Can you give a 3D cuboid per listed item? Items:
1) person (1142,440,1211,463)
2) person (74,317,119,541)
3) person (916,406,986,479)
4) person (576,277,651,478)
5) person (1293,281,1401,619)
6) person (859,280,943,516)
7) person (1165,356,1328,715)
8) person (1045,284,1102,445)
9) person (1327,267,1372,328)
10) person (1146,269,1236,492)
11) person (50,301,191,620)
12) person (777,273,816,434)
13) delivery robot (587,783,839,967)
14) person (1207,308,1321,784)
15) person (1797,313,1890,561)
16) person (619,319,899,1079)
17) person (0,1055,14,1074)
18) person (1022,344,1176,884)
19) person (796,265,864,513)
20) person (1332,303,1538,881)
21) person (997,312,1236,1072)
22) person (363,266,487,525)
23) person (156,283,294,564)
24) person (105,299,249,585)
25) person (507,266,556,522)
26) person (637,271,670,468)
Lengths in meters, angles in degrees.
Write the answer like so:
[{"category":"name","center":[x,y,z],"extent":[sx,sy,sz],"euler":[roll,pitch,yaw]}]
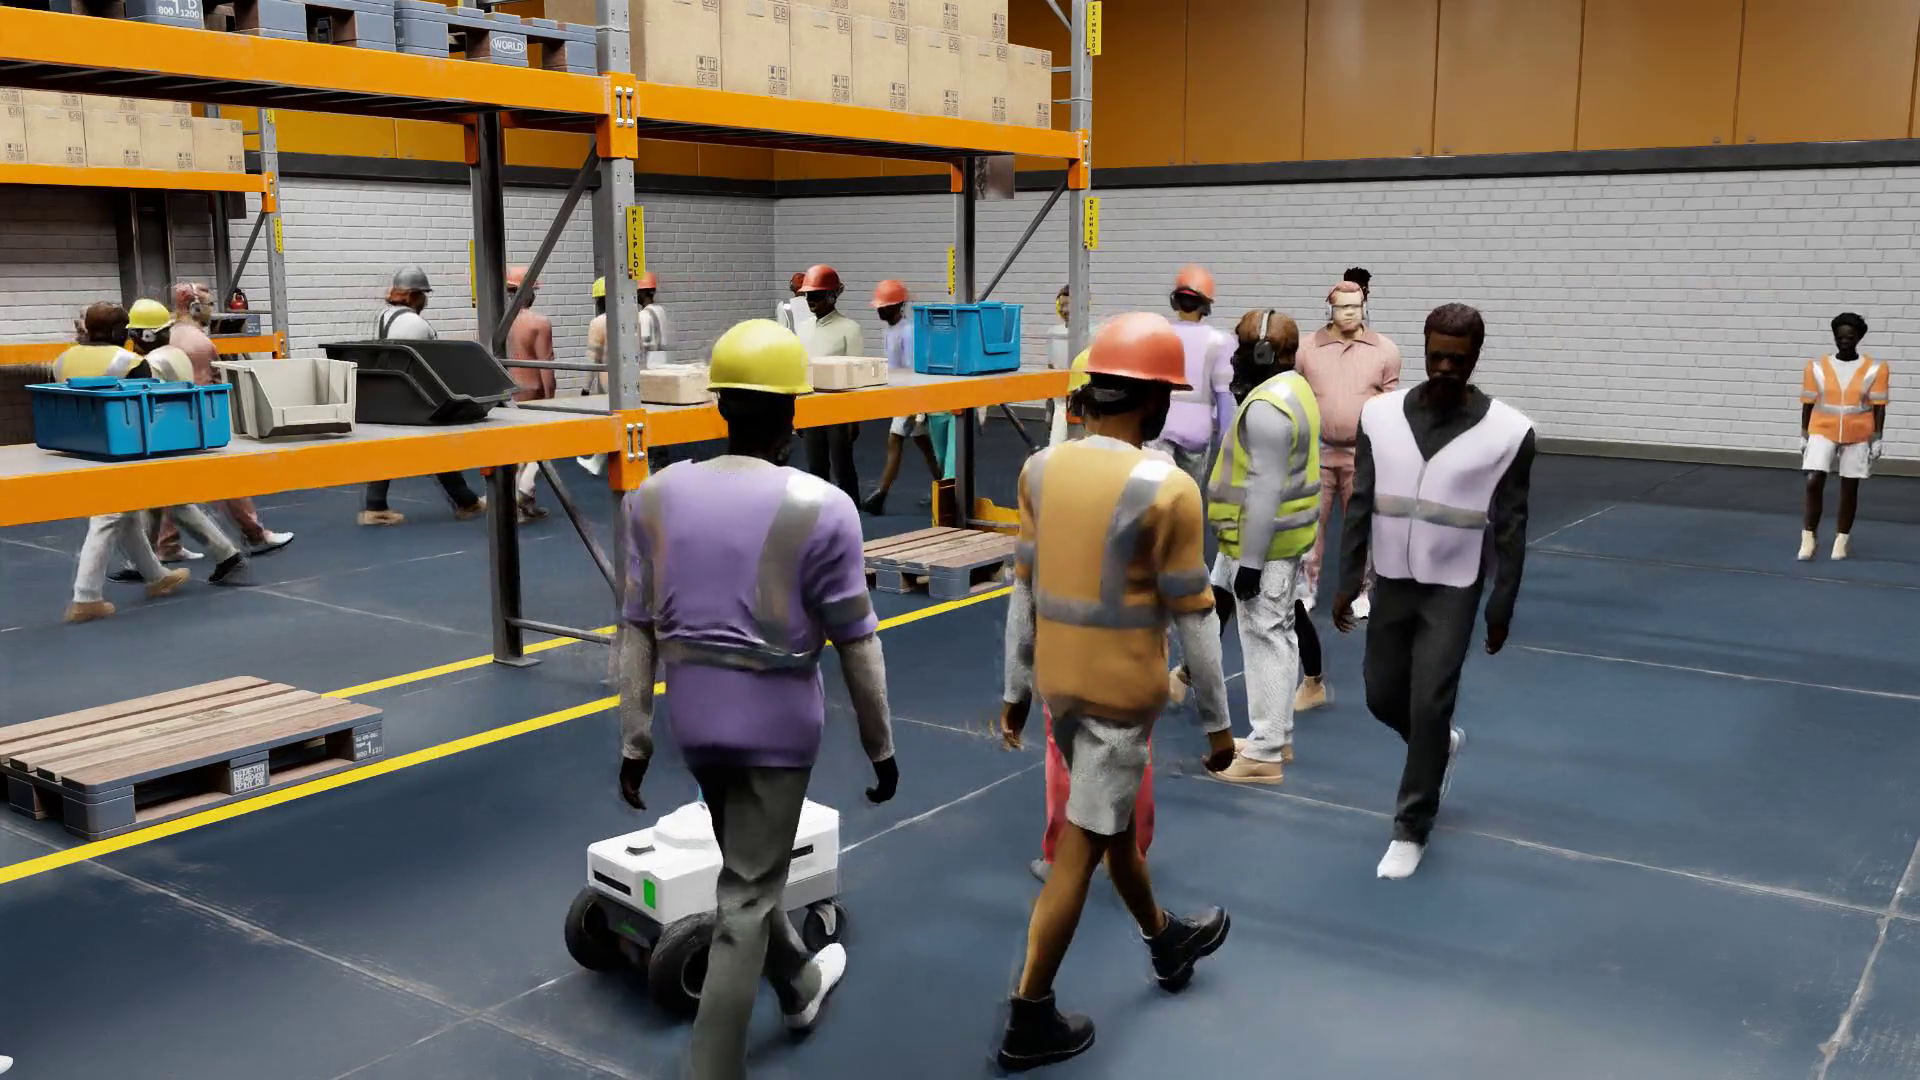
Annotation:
[{"category":"person","center":[1.434,-0.656,11.309],"extent":[0.507,1.584,0.881],"euler":[-3,10,-16]},{"category":"person","center":[-6.161,-0.783,11.912],"extent":[0.545,1.621,0.395],"euler":[9,13,43]},{"category":"person","center":[-0.064,-0.977,12.836],"extent":[0.525,1.716,0.879],"euler":[2,10,14]},{"category":"person","center":[-3.185,-1.435,15.092],"extent":[0.991,1.864,0.589],"euler":[5,11,27]},{"category":"person","center":[2.152,-0.502,9.430],"extent":[0.651,1.906,0.409],"euler":[2,10,13]},{"category":"person","center":[-0.487,-1.137,13.305],"extent":[1.000,1.861,0.643],"euler":[-3,10,-17]},{"category":"person","center":[1.249,-0.020,7.294],"extent":[0.903,1.640,0.541],"euler":[-3,10,-19]},{"category":"person","center":[0.853,-0.988,12.513],"extent":[0.515,1.849,0.583],"euler":[3,10,19]},{"category":"person","center":[3.708,-1.611,15.859],"extent":[0.370,1.963,0.602],"euler":[-3,10,-18]},{"category":"person","center":[1.294,-0.645,10.104],"extent":[0.719,1.975,1.076],"euler":[2,10,13]},{"category":"person","center":[-4.850,-0.474,9.604],"extent":[0.646,1.791,0.979],"euler":[3,10,18]},{"category":"person","center":[-1.854,-2.173,19.452],"extent":[0.572,1.883,0.356],"euler":[-3,10,-19]},{"category":"delivery robot","center":[-0.686,0.915,4.730],"extent":[0.707,0.478,0.477],"euler":[-9,13,-44]},{"category":"person","center":[1.180,0.022,6.502],"extent":[0.429,1.842,0.632],"euler":[3,10,19]},{"category":"person","center":[5.885,-0.669,11.117],"extent":[0.538,1.677,0.631],"euler":[5,11,29]},{"category":"person","center":[-0.441,0.426,3.978],"extent":[0.616,1.879,0.971],"euler":[5,11,27]},{"category":"person","center":[-2.408,0.563,3.865],"extent":[0.308,1.644,0.514],"euler":[-8,12,-39]},{"category":"person","center":[0.441,0.254,5.370],"extent":[0.521,1.763,0.334],"euler":[-2,10,-11]},{"category":"person","center":[-0.913,-0.869,11.348],"extent":[0.615,1.993,0.395],"euler":[8,13,41]},{"category":"person","center":[1.606,0.149,5.603],"extent":[0.624,1.893,0.697],"euler":[7,12,35]},{"category":"person","center":[0.460,0.370,4.278],"extent":[0.960,1.884,0.571],"euler":[-8,12,-38]},{"category":"person","center":[-4.176,-1.139,12.821],"extent":[1.036,2.000,0.702],"euler":[-9,13,-42]},{"category":"person","center":[-5.058,-0.790,11.269],"extent":[0.647,1.870,0.925],"euler":[8,12,38]},{"category":"person","center":[-4.903,-0.593,10.325],"extent":[0.885,1.793,0.606],"euler":[-1,10,-6]},{"category":"person","center":[-3.356,-1.114,12.843],"extent":[0.644,1.981,0.423],"euler":[4,10,24]},{"category":"person","center":[-3.073,-1.648,16.201],"extent":[0.529,1.919,0.580],"euler":[1,10,7]}]
